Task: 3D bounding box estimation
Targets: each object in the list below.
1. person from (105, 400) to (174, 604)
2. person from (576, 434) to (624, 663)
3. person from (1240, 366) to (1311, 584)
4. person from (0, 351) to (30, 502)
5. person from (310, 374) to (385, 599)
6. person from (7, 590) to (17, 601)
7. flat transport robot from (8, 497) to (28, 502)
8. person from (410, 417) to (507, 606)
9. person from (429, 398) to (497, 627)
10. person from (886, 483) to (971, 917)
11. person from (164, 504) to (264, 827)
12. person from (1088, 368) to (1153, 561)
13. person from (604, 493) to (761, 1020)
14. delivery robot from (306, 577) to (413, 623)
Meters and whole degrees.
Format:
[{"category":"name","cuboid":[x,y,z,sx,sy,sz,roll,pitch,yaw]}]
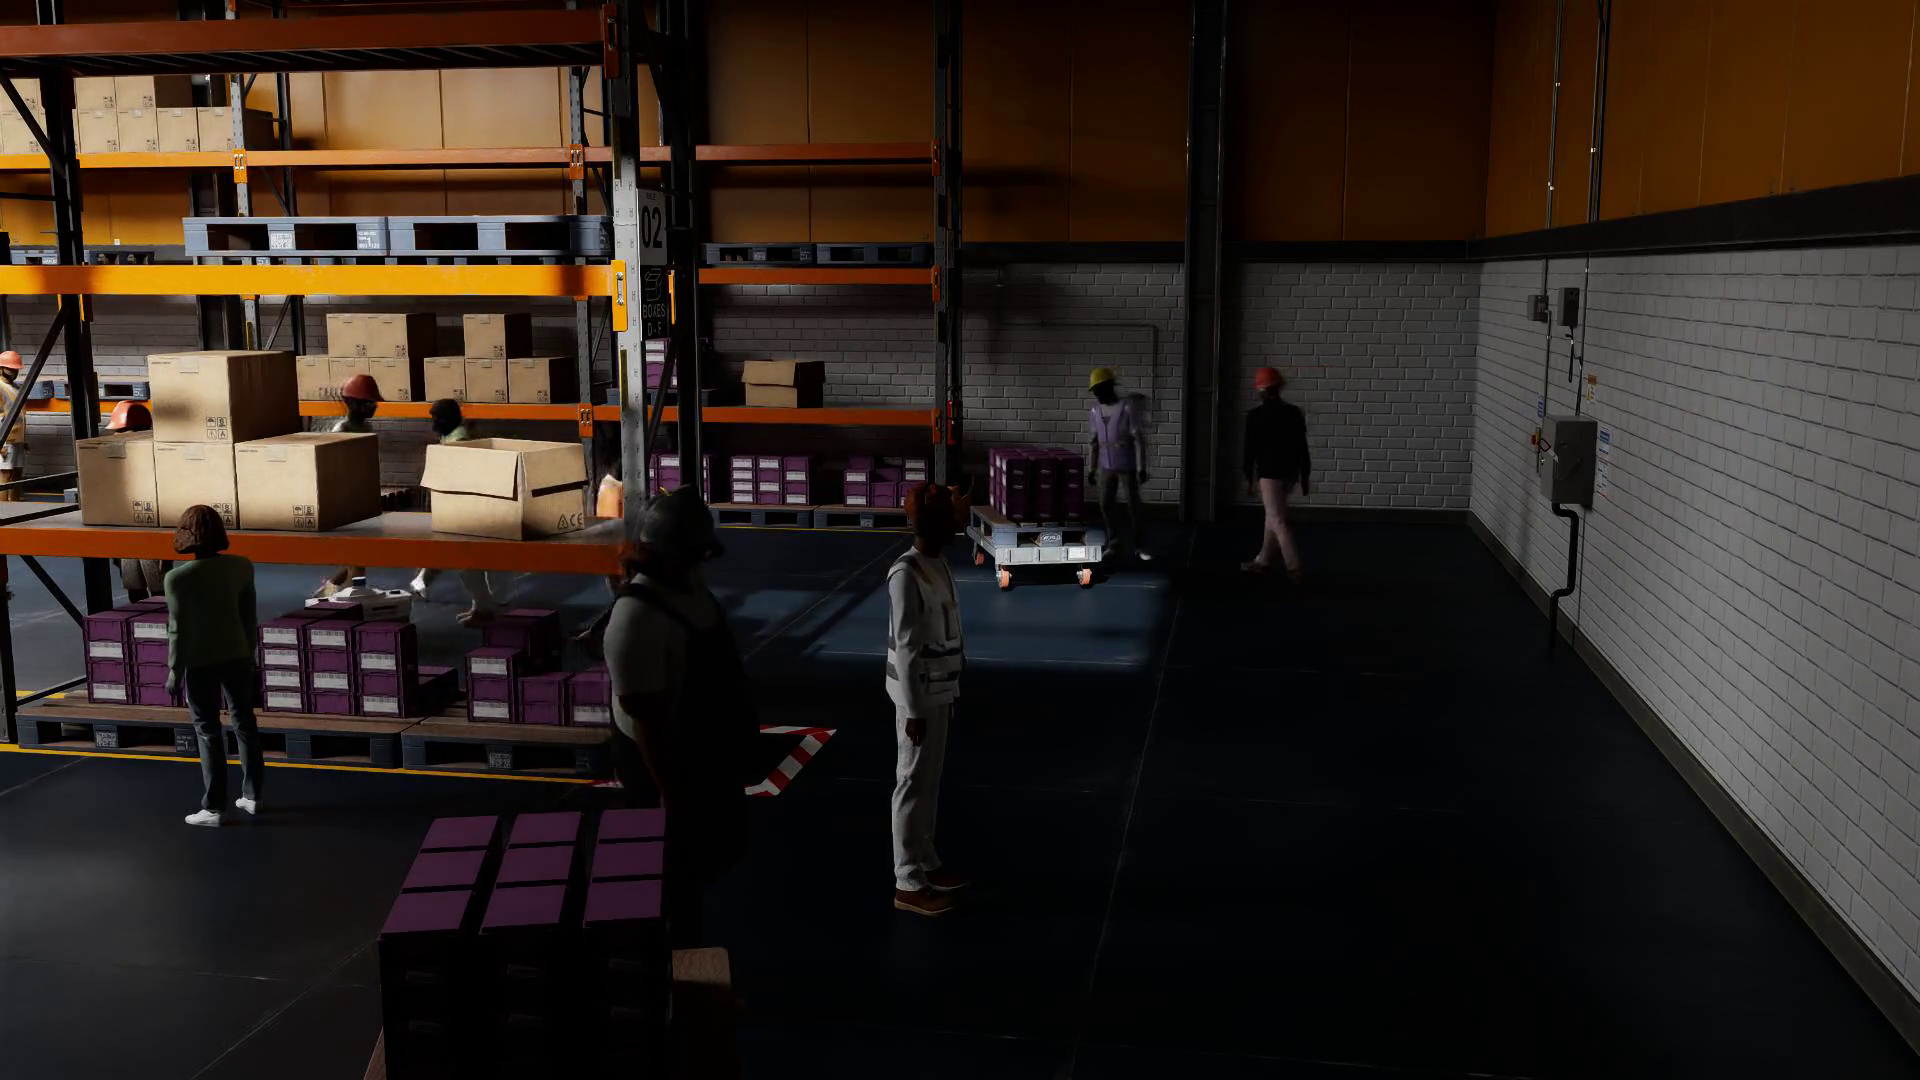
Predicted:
[{"category":"person","cuboid":[-5.548,0.021,11.273,0.544,1.939,0.354,4,10,23]},{"category":"person","cuboid":[-2.390,0.107,11.498,0.452,1.685,0.548,-1,9,-6]},{"category":"person","cuboid":[2.900,-0.589,15.066,0.620,1.958,0.918,-5,10,-29]},{"category":"person","cuboid":[-10.425,-1.111,18.313,0.376,1.933,0.544,0,9,-1]},{"category":"person","cuboid":[-4.719,-0.285,12.916,0.594,2.018,0.645,-1,9,-3]},{"category":"person","cuboid":[-8.271,-0.296,13.359,1.043,1.909,0.609,-6,11,-32]},{"category":"flat transport robot","cuboid":[-11.344,-0.398,19.029,1.431,0.197,0.652,5,11,31]},{"category":"person","cuboid":[-4.261,-0.241,13.959,0.837,1.601,0.522,1,9,3]},{"category":"person","cuboid":[-3.956,-0.224,13.223,0.452,1.803,0.664,-4,10,-26]},{"category":"person","cuboid":[-0.140,0.686,7.317,0.355,1.883,0.574,2,9,13]},{"category":"person","cuboid":[-3.776,0.632,8.419,0.278,1.634,0.497,5,11,30]},{"category":"person","cuboid":[1.562,-0.729,16.142,0.668,1.876,0.525,8,12,42]},{"category":"person","cuboid":[-1.032,0.790,6.185,0.584,2.000,0.702,2,9,13]},{"category":"delivery robot","cuboid":[-4.397,0.515,12.198,0.707,0.478,0.477,-6,11,-35]}]
